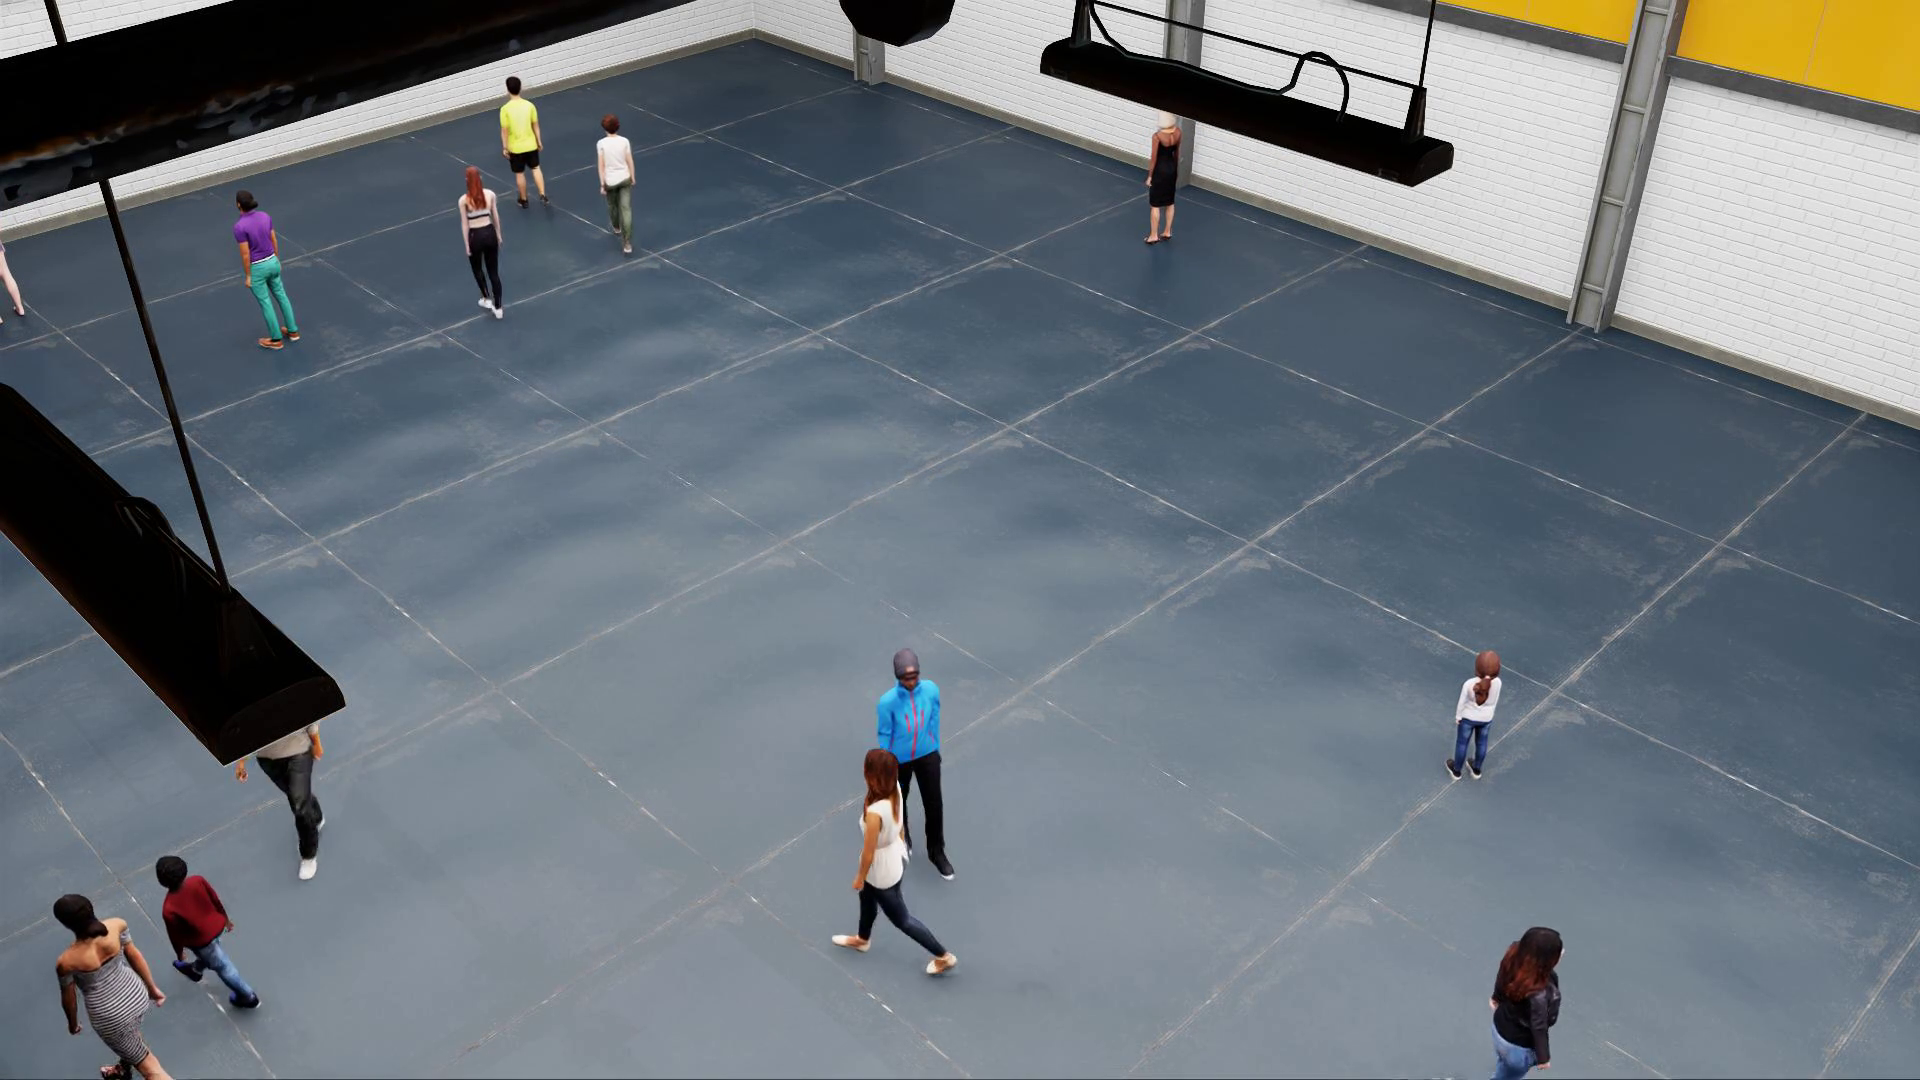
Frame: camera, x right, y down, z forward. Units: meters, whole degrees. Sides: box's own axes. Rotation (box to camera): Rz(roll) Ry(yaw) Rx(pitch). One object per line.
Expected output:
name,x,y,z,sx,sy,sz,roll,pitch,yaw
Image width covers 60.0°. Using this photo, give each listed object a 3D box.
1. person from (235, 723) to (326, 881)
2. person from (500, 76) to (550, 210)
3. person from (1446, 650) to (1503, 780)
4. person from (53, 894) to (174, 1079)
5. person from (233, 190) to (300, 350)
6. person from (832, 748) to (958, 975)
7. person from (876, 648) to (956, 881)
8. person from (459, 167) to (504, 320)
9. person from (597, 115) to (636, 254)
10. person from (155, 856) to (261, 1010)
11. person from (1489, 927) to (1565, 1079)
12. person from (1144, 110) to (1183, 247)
person,-4.599,1.381,11.376,0.959,1.784,1.023,0,34,0
person,-5.528,-5.004,21.055,0.739,1.703,0.798,-18,38,-25
person,3.783,1.271,12.151,0.527,1.110,0.584,-2,34,-3
person,-4.648,2.727,9.362,1.169,1.772,0.857,15,36,21
person,-7.482,-2.919,17.863,0.656,1.764,0.686,18,37,24
person,-0.371,2.059,10.385,1.158,1.752,0.970,6,34,9
person,-0.374,1.423,11.325,0.854,1.770,1.020,-13,36,-19
person,-5.244,-3.259,18.406,0.687,1.729,0.773,-19,38,-26
person,-4.107,-4.260,20.019,0.935,1.612,1.189,-10,35,-15
person,-4.622,2.449,10.283,0.956,1.216,0.786,9,35,13
person,3.077,2.788,9.406,0.801,1.622,0.750,1,34,2
person,2.475,-4.418,20.135,0.645,1.746,0.591,-18,38,-25
